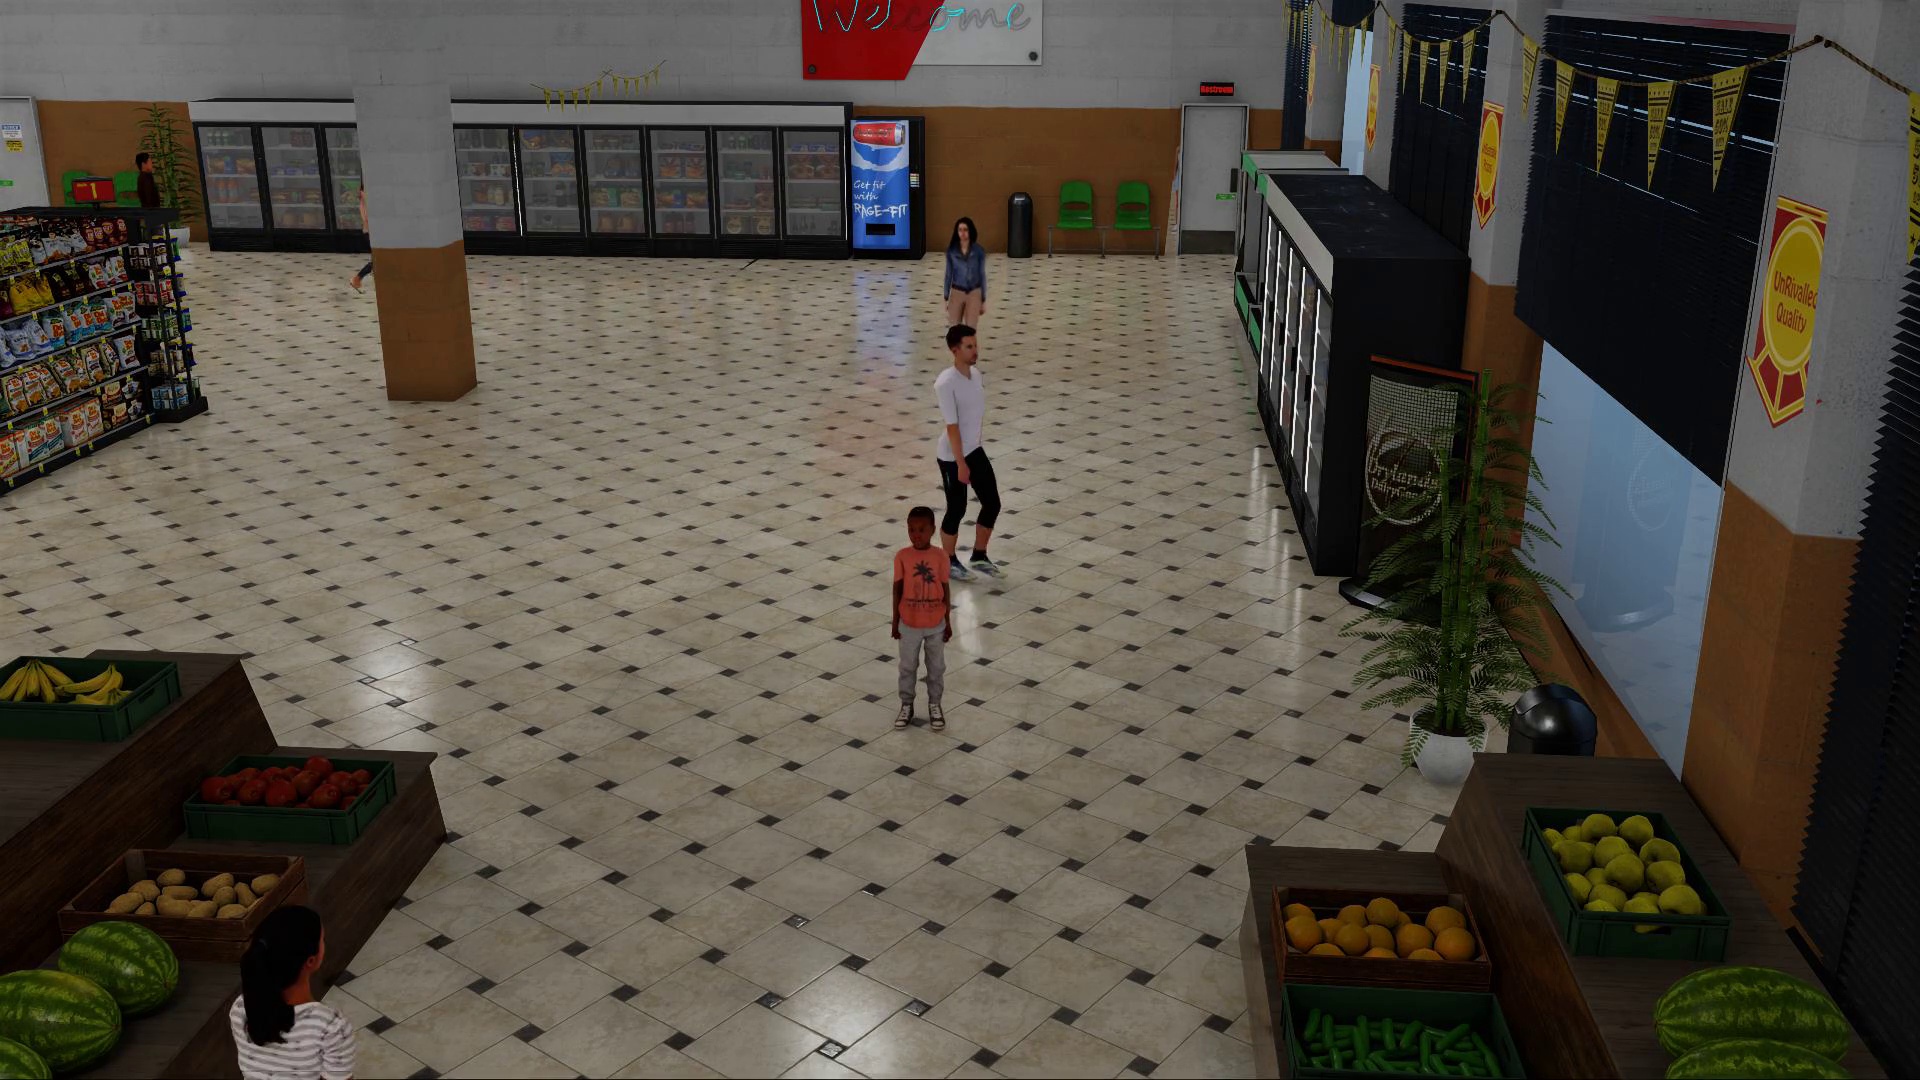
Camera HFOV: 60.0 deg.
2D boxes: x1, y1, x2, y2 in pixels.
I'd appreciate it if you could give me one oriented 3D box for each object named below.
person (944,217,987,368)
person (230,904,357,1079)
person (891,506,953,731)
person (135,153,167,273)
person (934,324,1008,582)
[{"bbox_3d":[0.079,-2.519,17.501,0.639,1.763,0.887,3,19,9],"label":"person"},{"bbox_3d":[-1.940,1.858,4.779,0.611,1.598,1.156,3,19,9],"label":"person"},{"bbox_3d":[-0.214,0.434,9.454,0.501,1.310,0.468,1,19,2],"label":"person"},{"bbox_3d":[-11.565,-4.588,23.625,0.908,1.772,0.875,-7,20,-20],"label":"person"},{"bbox_3d":[-0.054,-0.606,11.713,0.890,1.838,0.822,15,23,37],"label":"person"}]
